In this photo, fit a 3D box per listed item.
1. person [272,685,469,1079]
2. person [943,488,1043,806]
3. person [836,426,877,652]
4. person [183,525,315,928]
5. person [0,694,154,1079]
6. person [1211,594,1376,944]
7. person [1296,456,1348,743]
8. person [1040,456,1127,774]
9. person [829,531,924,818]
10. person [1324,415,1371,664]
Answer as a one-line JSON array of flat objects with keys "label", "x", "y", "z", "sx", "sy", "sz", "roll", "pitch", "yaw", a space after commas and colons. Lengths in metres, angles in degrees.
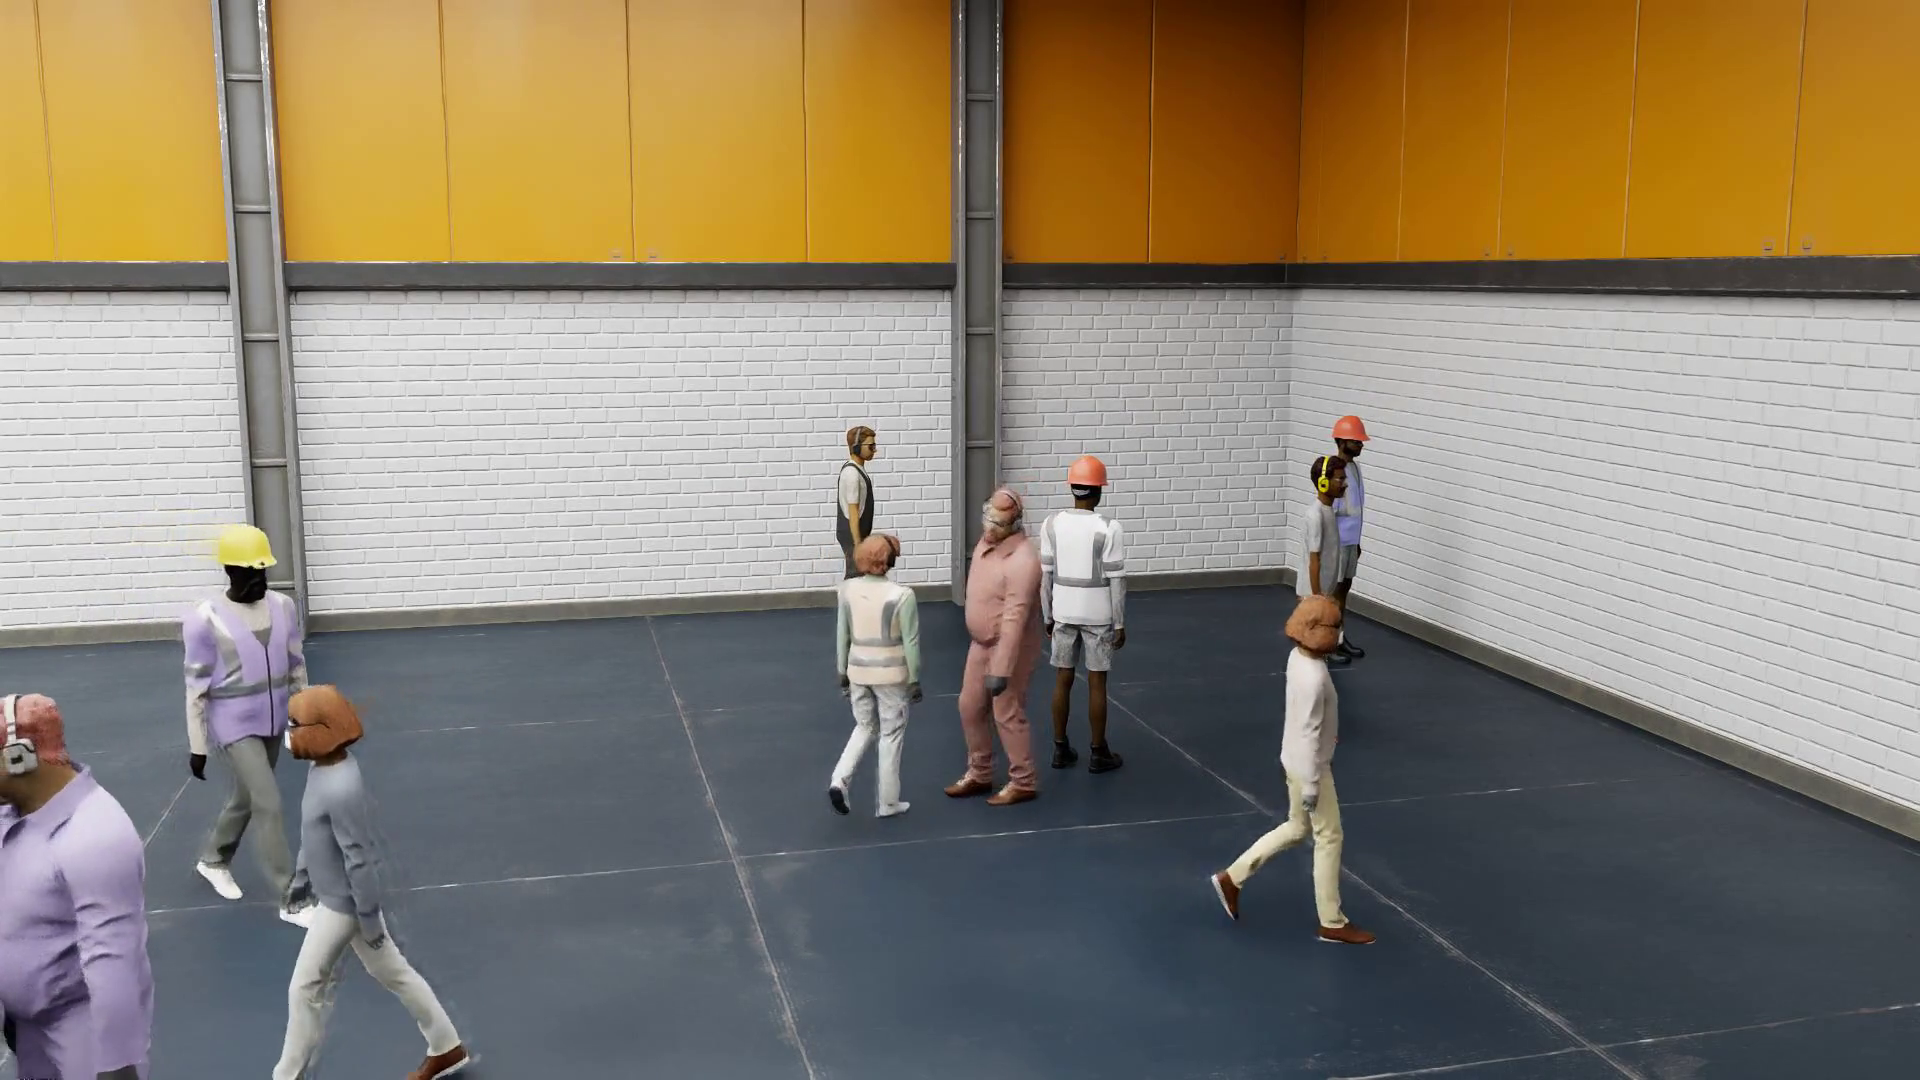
[{"label": "person", "x": -2.221, "y": 1.290, "z": 6.010, "sx": 0.870, "sy": 1.594, "sz": 0.497, "roll": -4, "pitch": 10, "yaw": -22}, {"label": "person", "x": 0.213, "y": 0.618, "z": 9.342, "sx": 0.580, "sy": 1.860, "sz": 0.723, "roll": -4, "pitch": 10, "yaw": -24}, {"label": "person", "x": -0.816, "y": 0.014, "z": 13.168, "sx": 0.324, "sy": 1.842, "sz": 0.514, "roll": 0, "pitch": 9, "yaw": -3}, {"label": "person", "x": -3.370, "y": 0.847, "z": 7.852, "sx": 0.964, "sy": 1.888, "sz": 0.600, "roll": 4, "pitch": 10, "yaw": 25}, {"label": "person", "x": -2.502, "y": 1.350, "z": 4.691, "sx": 0.671, "sy": 1.886, "sz": 0.399, "roll": 8, "pitch": 12, "yaw": 40}, {"label": "person", "x": 1.531, "y": 1.030, "z": 7.525, "sx": 0.682, "sy": 1.612, "sz": 0.502, "roll": 0, "pitch": 9, "yaw": 3}, {"label": "person", "x": 2.347, "y": 0.378, "z": 10.819, "sx": 0.310, "sy": 1.868, "sz": 0.533, "roll": 3, "pitch": 9, "yaw": 16}, {"label": "person", "x": 0.764, "y": 0.452, "z": 10.144, "sx": 0.552, "sy": 1.934, "sz": 0.364, "roll": 5, "pitch": 10, "yaw": 28}, {"label": "person", "x": -0.470, "y": 0.765, "z": 9.155, "sx": 0.518, "sy": 1.623, "sz": 0.469, "roll": 6, "pitch": 11, "yaw": 31}, {"label": "person", "x": 3.017, "y": -0.010, "z": 13.024, "sx": 0.360, "sy": 1.935, "sz": 0.552, "roll": 6, "pitch": 11, "yaw": 35}]
